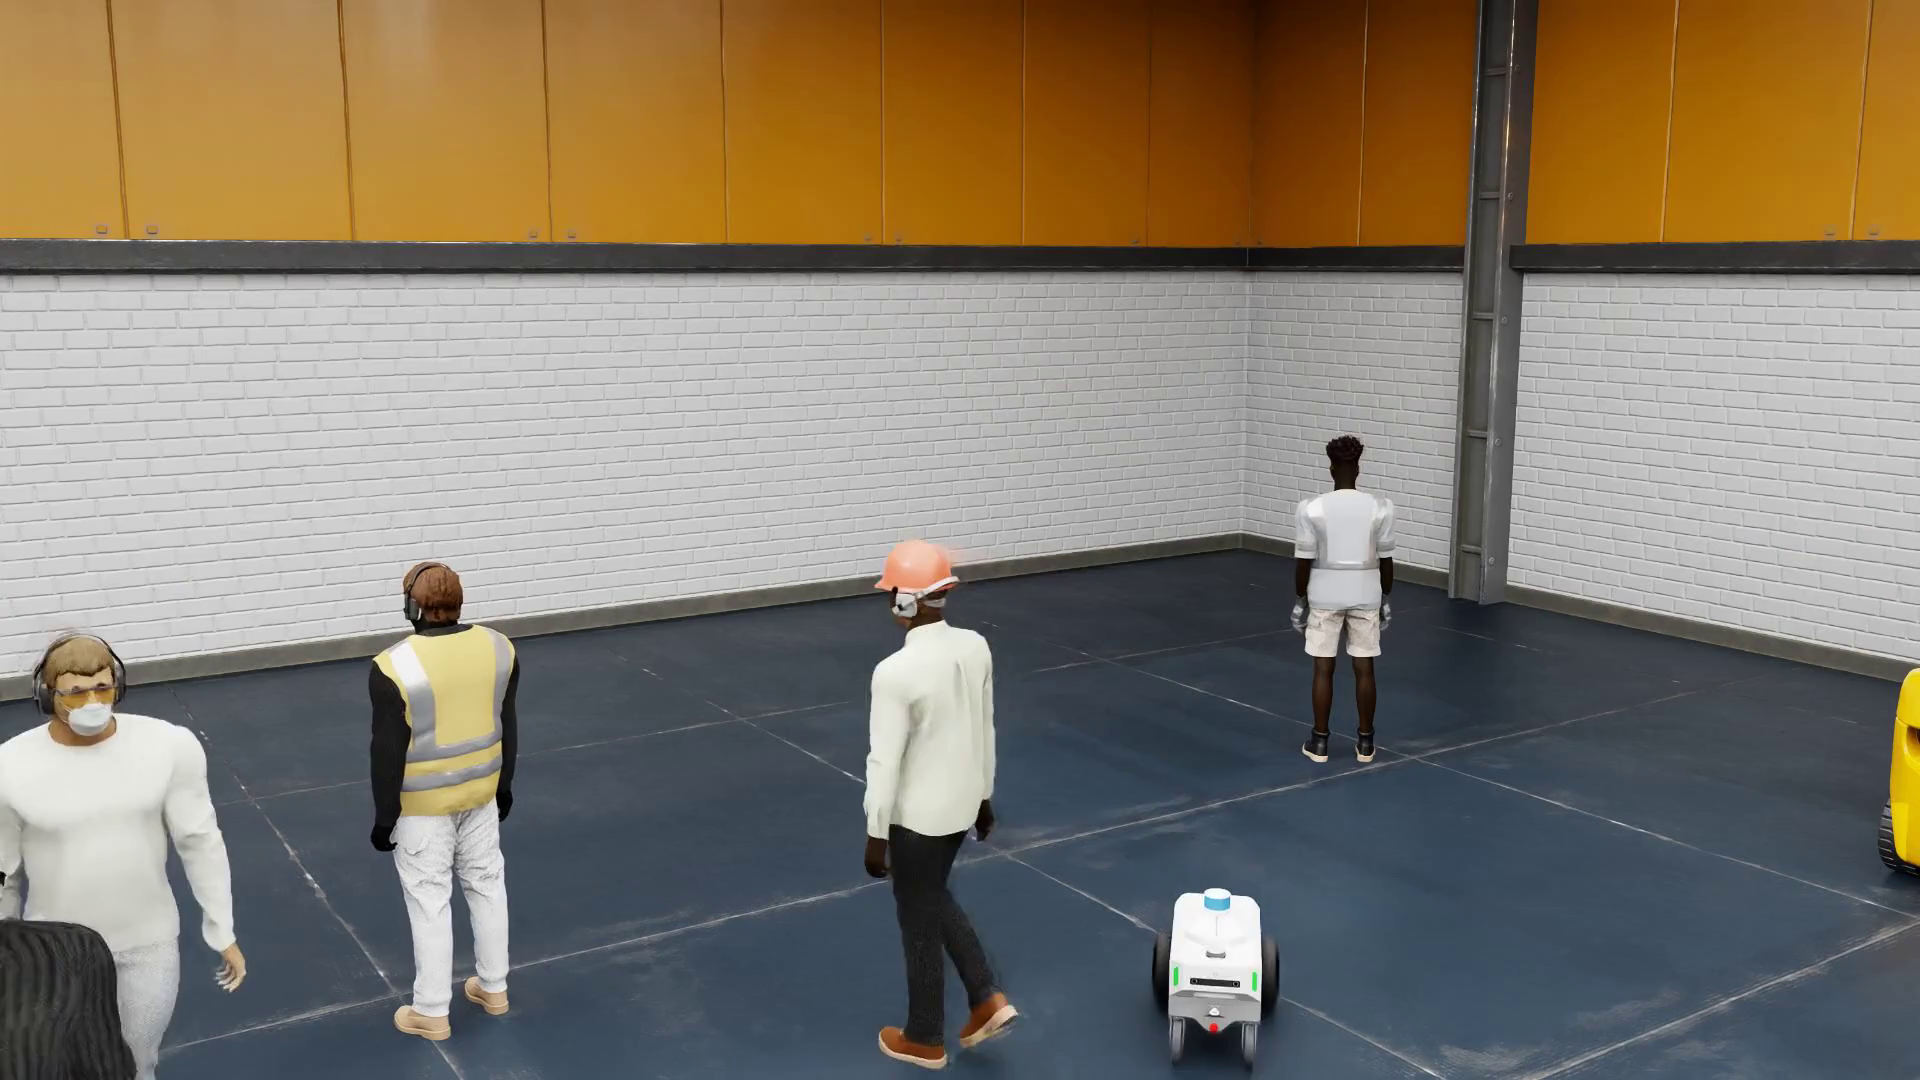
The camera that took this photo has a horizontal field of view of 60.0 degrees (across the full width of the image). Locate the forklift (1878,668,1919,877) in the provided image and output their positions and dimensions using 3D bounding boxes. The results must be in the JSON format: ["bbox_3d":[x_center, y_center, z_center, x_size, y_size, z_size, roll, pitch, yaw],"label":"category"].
[{"bbox_3d":[5.511,0.571,7.906,2.313,2.155,1.214,-6,11,-33],"label":"forklift"}]

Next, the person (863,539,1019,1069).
[{"bbox_3d":[-0.103,0.980,6.069,0.472,1.980,0.641,7,12,35],"label":"person"}]

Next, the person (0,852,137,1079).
[{"bbox_3d":[-1.967,1.441,3.374,0.619,1.965,0.451,-7,11,-35],"label":"person"}]

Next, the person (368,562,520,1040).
[{"bbox_3d":[-1.999,0.993,6.426,0.429,1.842,0.636,8,12,39],"label":"person"}]

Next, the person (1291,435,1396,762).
[{"bbox_3d":[2.280,0.356,9.912,0.600,1.958,0.387,1,9,3],"label":"person"}]

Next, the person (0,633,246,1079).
[{"bbox_3d":[-2.437,1.220,4.830,0.646,1.908,0.808,-8,13,-41],"label":"person"}]

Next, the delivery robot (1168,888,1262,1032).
[{"bbox_3d":[0.987,1.590,6.413,0.477,0.478,0.707,2,10,9],"label":"delivery robot"}]
